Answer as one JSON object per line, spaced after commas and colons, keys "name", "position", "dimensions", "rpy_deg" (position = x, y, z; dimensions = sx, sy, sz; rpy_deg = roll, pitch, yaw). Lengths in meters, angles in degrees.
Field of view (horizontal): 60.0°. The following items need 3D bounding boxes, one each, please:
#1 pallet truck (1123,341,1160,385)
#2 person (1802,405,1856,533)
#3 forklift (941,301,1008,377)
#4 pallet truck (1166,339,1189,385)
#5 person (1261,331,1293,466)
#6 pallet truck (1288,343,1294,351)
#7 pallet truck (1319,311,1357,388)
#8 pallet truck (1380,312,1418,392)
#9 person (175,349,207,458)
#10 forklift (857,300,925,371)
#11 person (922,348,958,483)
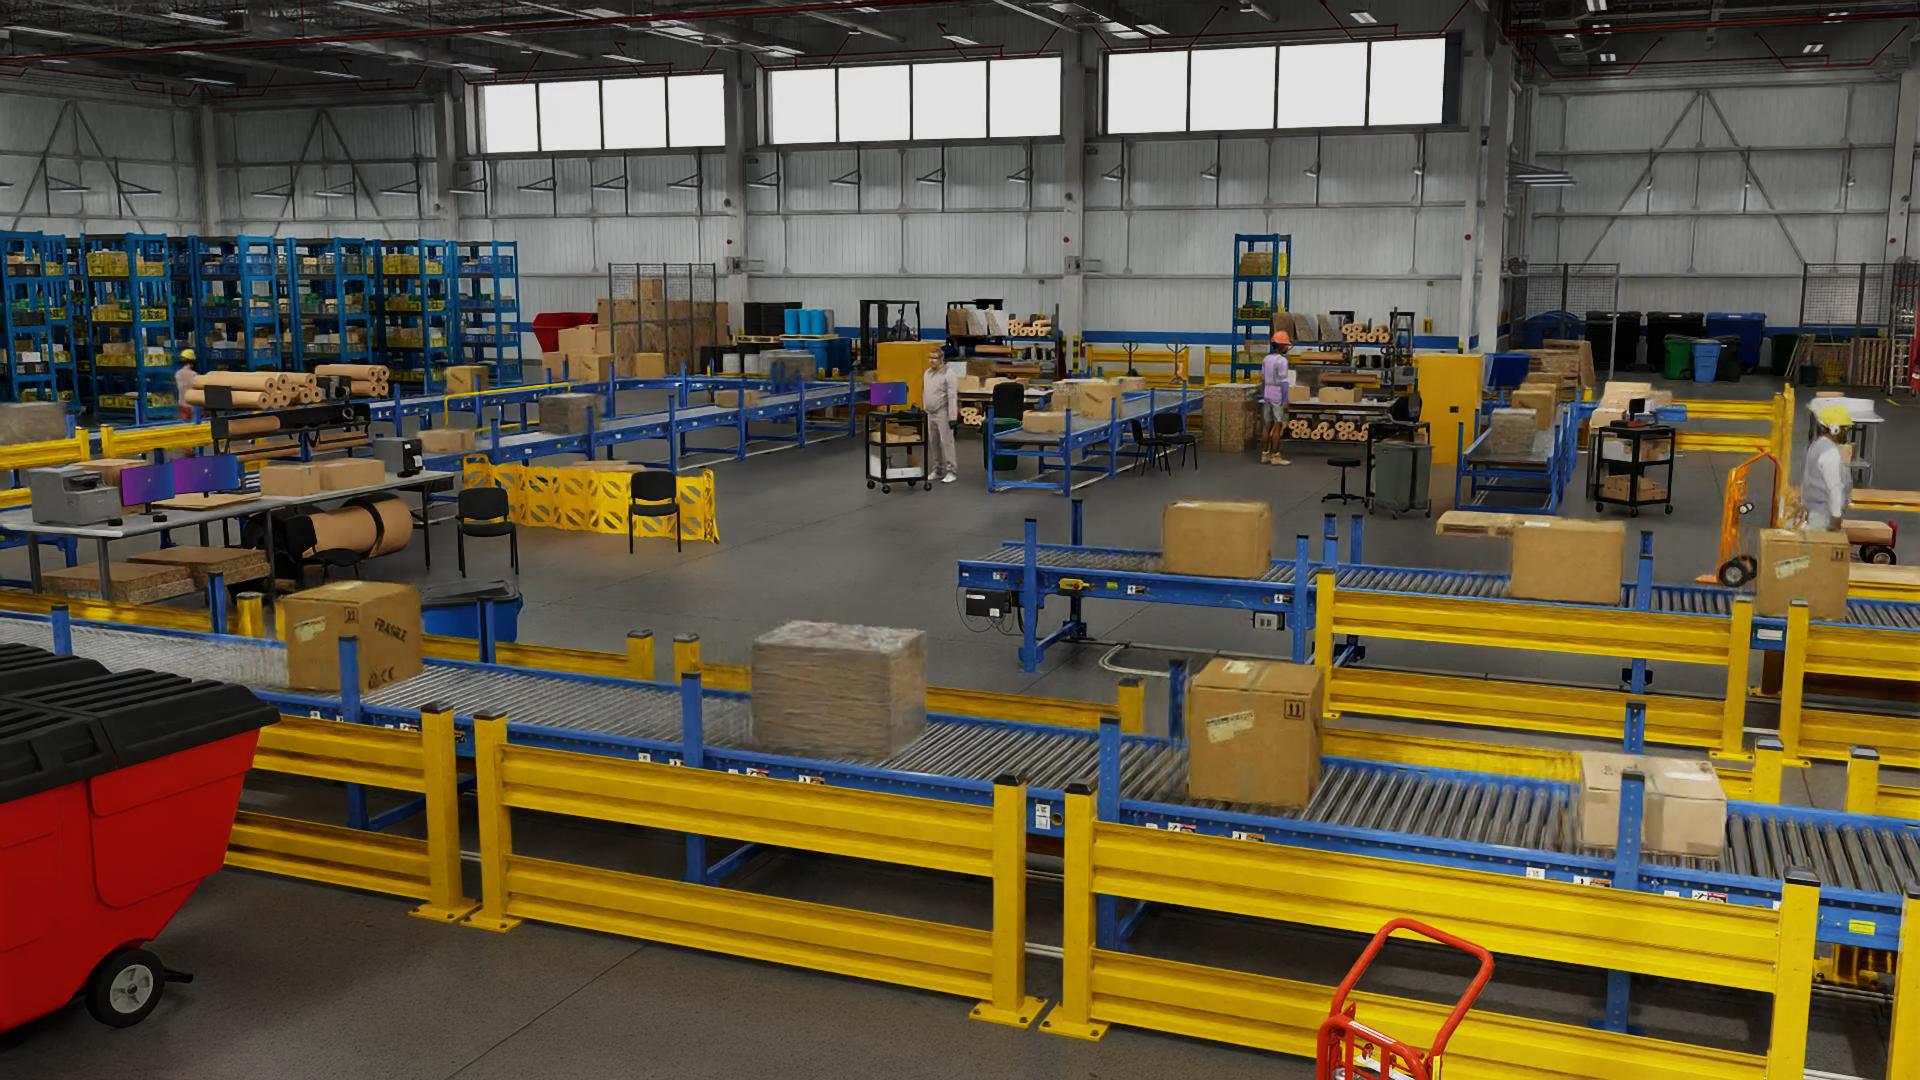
{"name": "pallet truck", "position": [4.445, -4.380, 41.279], "dimensions": [0.680, 1.201, 1.601], "rpy_deg": [4, 10, 22]}
{"name": "person", "position": [7.680, -0.315, 14.917], "dimensions": [0.801, 1.805, 0.592], "rpy_deg": [4, 10, 23]}
{"name": "forklift", "position": [0.365, -4.966, 41.571], "dimensions": [1.157, 1.987, 2.680], "rpy_deg": [3, 10, 20]}
{"name": "pallet truck", "position": [5.418, -4.269, 40.420], "dimensions": [0.704, 1.261, 1.522], "rpy_deg": [3, 10, 20]}
{"name": "person", "position": [4.823, -2.141, 25.253], "dimensions": [0.392, 2.039, 0.612], "rpy_deg": [-4, 10, -20]}
{"name": "pallet truck", "position": [7.886, -4.163, 39.743], "dimensions": [0.653, 1.274, 1.630], "rpy_deg": [4, 10, 22]}
{"name": "pallet truck", "position": [9.071, -4.419, 39.190], "dimensions": [0.823, 1.965, 1.885], "rpy_deg": [5, 10, 26]}
{"name": "pallet truck", "position": [10.207, -4.283, 38.369], "dimensions": [0.823, 1.965, 1.885], "rpy_deg": [3, 10, 20]}
{"name": "person", "position": [-11.870, -2.066, 25.676], "dimensions": [0.526, 1.753, 0.390], "rpy_deg": [4, 10, 23]}
{"name": "forklift", "position": [-1.732, -5.109, 42.468], "dimensions": [1.157, 1.987, 2.680], "rpy_deg": [4, 10, 22]}
{"name": "person", "position": [-0.296, -1.749, 23.356], "dimensions": [0.405, 1.895, 0.662], "rpy_deg": [-8, 12, -38]}
